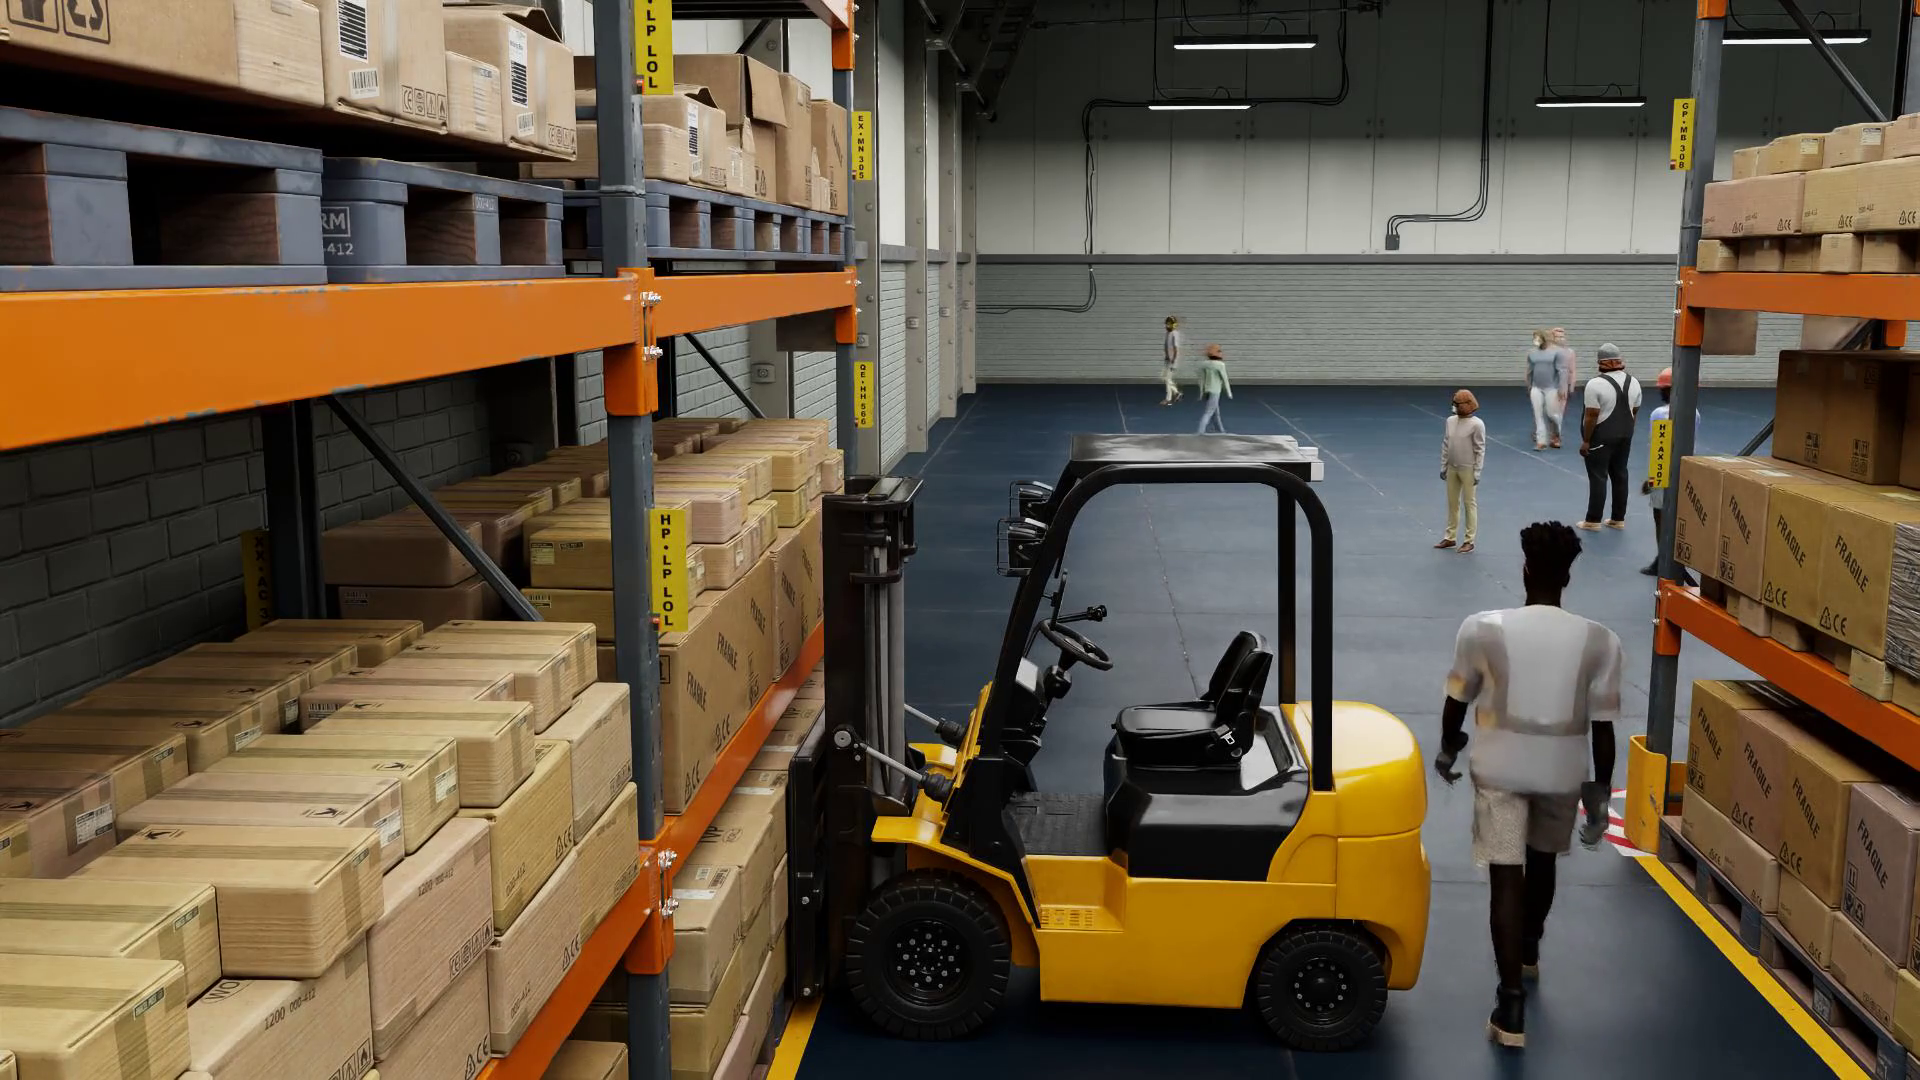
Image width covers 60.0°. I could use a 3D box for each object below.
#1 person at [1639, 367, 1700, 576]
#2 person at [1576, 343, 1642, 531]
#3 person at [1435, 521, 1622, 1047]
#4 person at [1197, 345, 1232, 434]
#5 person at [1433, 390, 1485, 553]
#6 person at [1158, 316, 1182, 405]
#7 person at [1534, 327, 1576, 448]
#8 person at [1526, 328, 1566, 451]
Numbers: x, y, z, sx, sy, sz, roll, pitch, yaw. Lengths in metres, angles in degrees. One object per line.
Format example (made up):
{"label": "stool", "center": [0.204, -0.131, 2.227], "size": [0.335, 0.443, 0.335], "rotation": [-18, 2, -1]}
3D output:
{"label": "person", "center": [6.534, -0.630, 15.377], "size": [0.552, 1.935, 0.369], "rotation": [-5, 10, -26]}
{"label": "person", "center": [6.980, -1.121, 18.037], "size": [0.676, 2.000, 0.536], "rotation": [-3, 10, -19]}
{"label": "person", "center": [2.164, 0.878, 6.352], "size": [0.611, 1.909, 1.037], "rotation": [1, 9, 7]}
{"label": "person", "center": [4.135, -2.376, 27.017], "size": [0.869, 1.586, 0.504], "rotation": [-5, 11, -28]}
{"label": "person", "center": [5.022, -0.692, 16.664], "size": [0.283, 1.633, 0.498], "rotation": [-5, 11, -29]}
{"label": "person", "center": [4.335, -3.670, 34.100], "size": [0.445, 1.838, 0.583], "rotation": [-2, 10, -14]}
{"label": "person", "center": [9.360, -2.401, 26.218], "size": [0.672, 1.893, 0.499], "rotation": [0, 9, 2]}
{"label": "person", "center": [9.108, -2.344, 25.844], "size": [0.702, 1.903, 0.649], "rotation": [-9, 13, -44]}
